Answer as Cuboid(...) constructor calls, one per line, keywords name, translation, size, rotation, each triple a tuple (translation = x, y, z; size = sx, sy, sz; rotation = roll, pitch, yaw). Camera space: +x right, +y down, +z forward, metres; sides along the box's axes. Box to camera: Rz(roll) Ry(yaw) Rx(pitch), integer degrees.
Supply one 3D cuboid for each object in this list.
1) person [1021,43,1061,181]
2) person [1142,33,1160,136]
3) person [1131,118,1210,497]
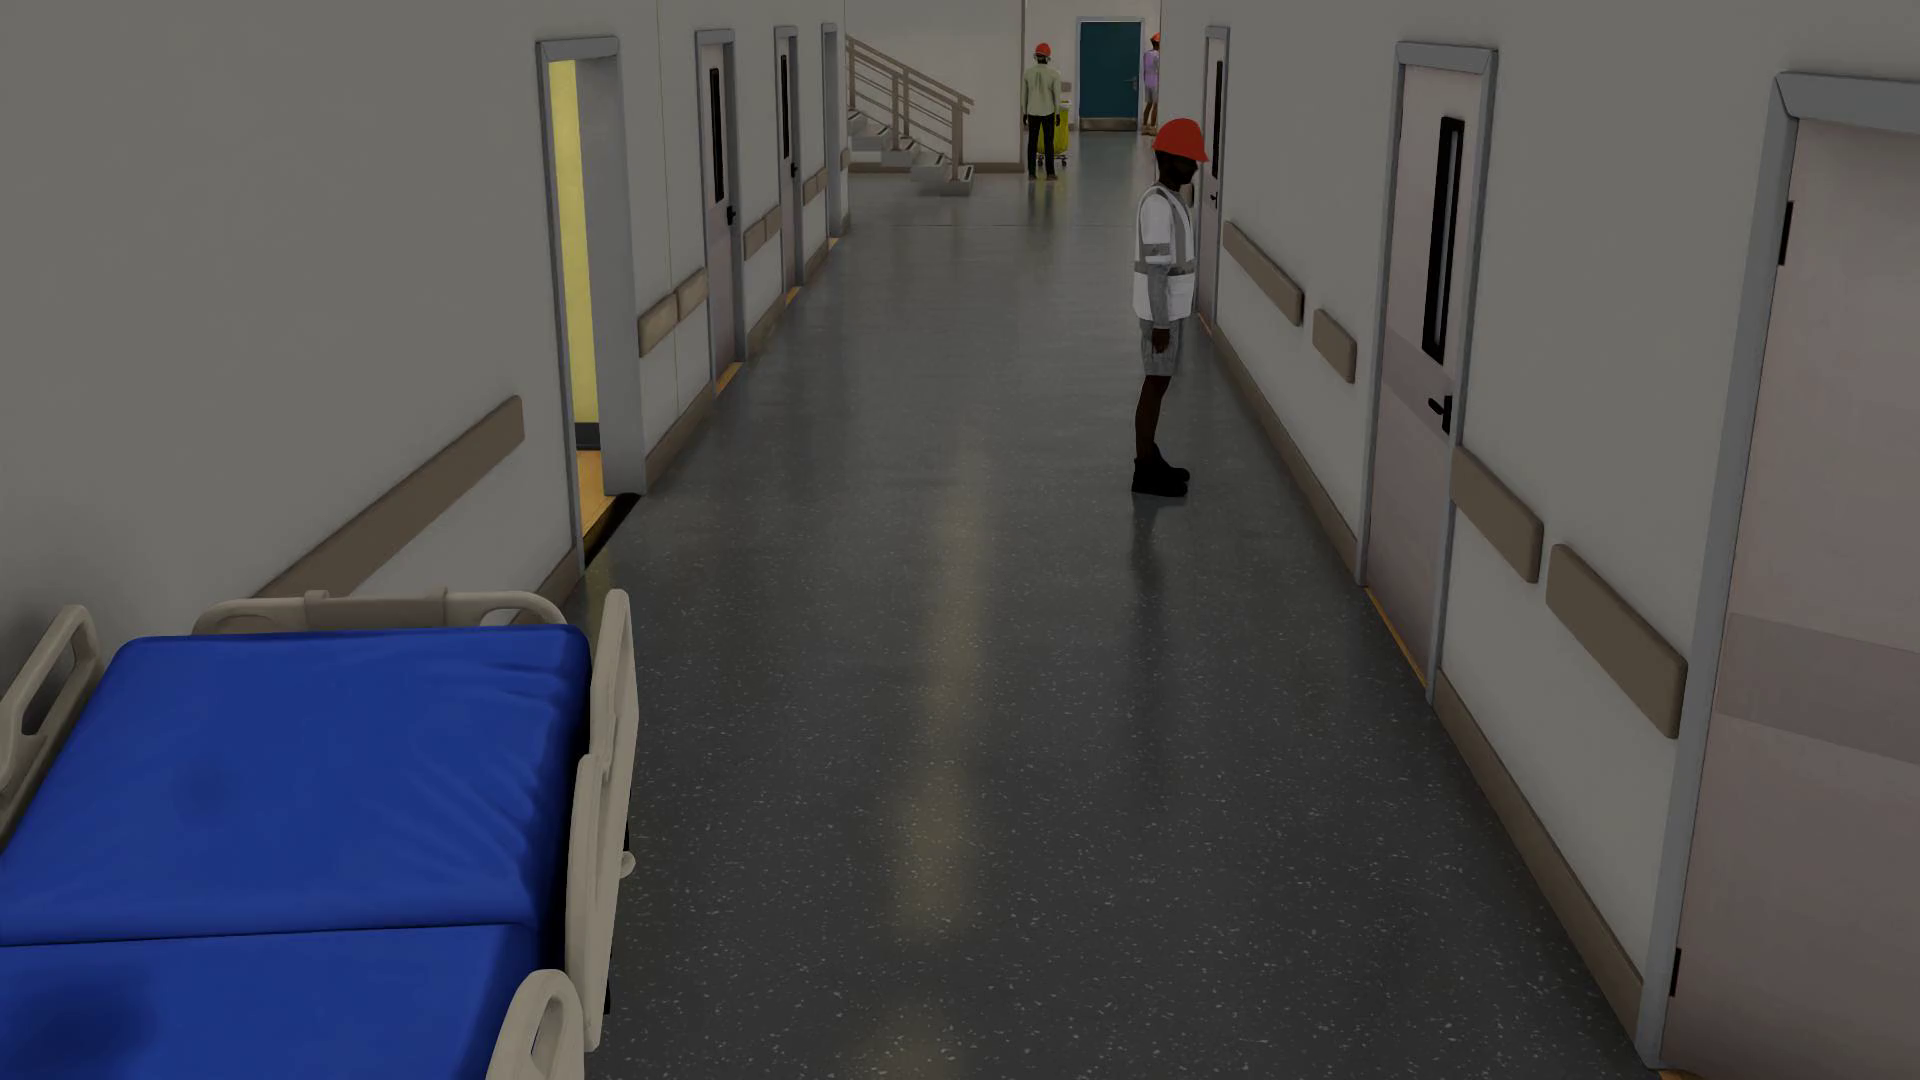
Cuboid(name="person", translation=(1.216, -6.375, 24.803), size=(0.612, 1.994, 0.395), rotation=(6, 19, 18))
Cuboid(name="person", translation=(3.961, -9.233, 33.741), size=(0.409, 2.029, 0.613), rotation=(-10, 20, -30))
Cuboid(name="person", translation=(1.085, -1.198, 8.638), size=(0.365, 1.929, 0.553), rotation=(4, 18, 11))
